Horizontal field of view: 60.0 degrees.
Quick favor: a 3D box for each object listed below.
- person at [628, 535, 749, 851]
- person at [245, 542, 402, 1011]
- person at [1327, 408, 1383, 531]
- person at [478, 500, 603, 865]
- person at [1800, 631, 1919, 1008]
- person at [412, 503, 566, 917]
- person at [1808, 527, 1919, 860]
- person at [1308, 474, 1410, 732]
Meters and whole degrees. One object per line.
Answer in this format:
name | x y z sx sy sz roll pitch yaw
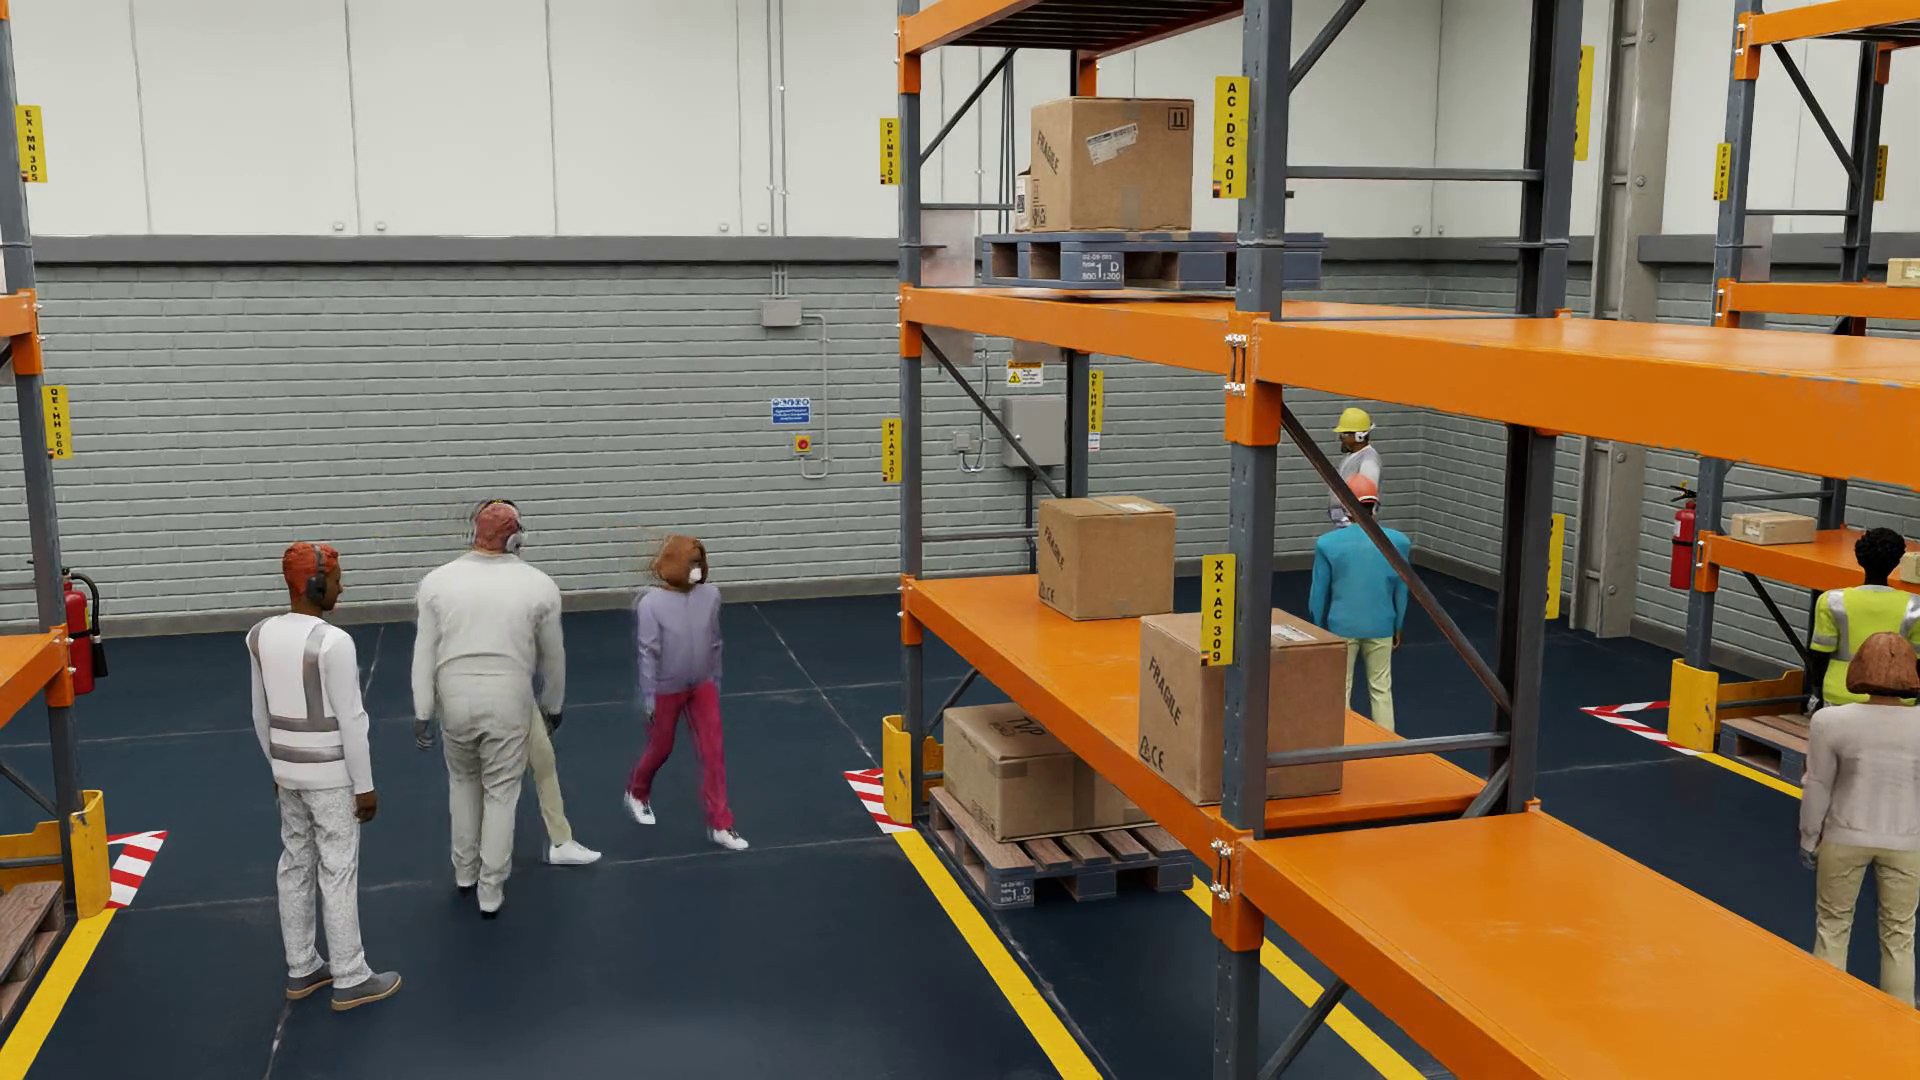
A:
person | -1.443 0.754 8.563 0.512 1.591 0.842 -8 13 -38
person | -2.563 0.939 6.660 0.572 1.886 0.353 5 11 29
person | 3.030 -0.106 12.801 0.403 1.823 0.593 0 10 0
person | -2.166 0.724 8.056 0.891 1.826 0.515 6 12 32
person | 3.411 1.146 6.225 0.502 1.627 0.272 3 10 16
person | -2.168 0.770 7.718 0.673 1.853 0.708 -2 10 -11
person | 4.415 0.782 8.093 0.530 1.697 0.321 5 11 26
person | 2.311 0.485 9.685 0.578 1.739 0.392 0 10 0
